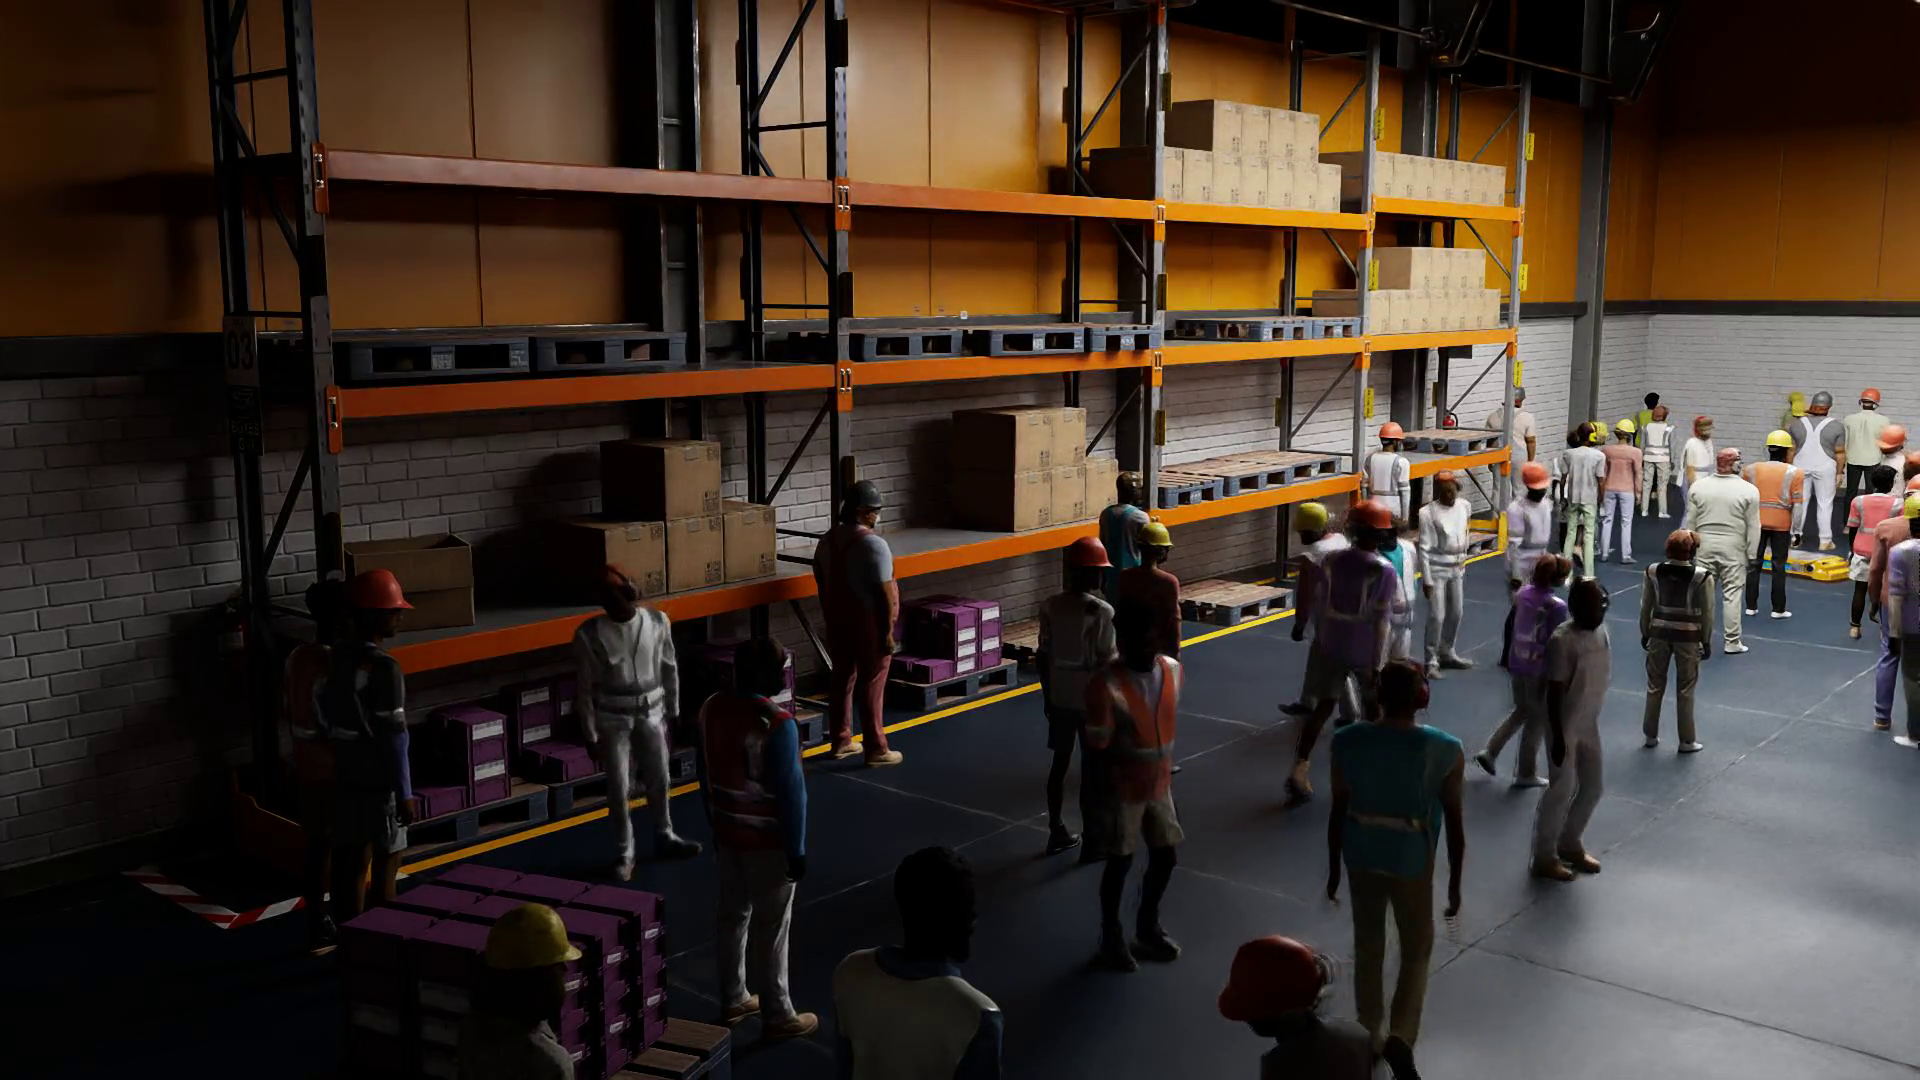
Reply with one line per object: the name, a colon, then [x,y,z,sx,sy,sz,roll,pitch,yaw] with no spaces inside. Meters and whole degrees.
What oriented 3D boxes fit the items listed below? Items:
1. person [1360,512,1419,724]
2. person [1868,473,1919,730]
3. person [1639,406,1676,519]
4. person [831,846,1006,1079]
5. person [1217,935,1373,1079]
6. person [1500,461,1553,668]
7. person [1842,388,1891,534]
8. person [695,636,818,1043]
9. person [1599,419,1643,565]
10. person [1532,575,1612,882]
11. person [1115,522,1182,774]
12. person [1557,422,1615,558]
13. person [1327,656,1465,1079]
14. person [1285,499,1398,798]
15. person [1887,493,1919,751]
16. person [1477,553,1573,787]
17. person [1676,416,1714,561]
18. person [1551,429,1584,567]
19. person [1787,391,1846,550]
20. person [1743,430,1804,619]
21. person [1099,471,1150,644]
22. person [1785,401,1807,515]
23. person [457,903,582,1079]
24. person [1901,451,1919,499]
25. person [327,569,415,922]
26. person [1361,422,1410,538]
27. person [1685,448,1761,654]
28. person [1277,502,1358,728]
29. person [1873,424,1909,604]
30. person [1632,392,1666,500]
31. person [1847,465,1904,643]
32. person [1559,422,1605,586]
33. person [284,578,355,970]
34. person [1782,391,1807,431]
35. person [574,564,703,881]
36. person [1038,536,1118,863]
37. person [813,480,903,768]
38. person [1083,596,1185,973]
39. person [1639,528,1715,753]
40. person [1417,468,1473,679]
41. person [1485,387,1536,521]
person: [3.161,0.649,12.189,0.806,1.798,0.433,-6,11,-33]
person: [7.243,0.479,12.634,0.616,1.993,0.395,8,12,42]
person: [10.123,-1.130,24.161,0.517,1.636,0.313,8,12,42]
person: [-0.112,1.775,4.530,0.591,1.916,0.383,8,12,42]
person: [0.926,1.877,4.520,0.420,1.709,0.605,7,11,39]
person: [4.954,0.235,14.533,0.562,1.890,0.543,-5,10,-31]
person: [12.279,-1.063,22.577,0.616,1.993,0.395,8,12,42]
person: [-0.912,1.343,7.561,0.627,1.840,0.429,8,12,42]
person: [8.034,-0.585,20.241,0.528,1.765,0.327,8,12,42]
person: [3.463,1.069,9.434,0.533,1.804,0.490,-5,10,-31]
person: [1.321,0.755,11.594,0.528,1.765,0.327,8,12,42]
person: [7.827,-0.612,20.599,0.843,1.697,0.490,0,9,-2]
person: [1.842,1.428,7.114,0.576,1.817,0.626,3,9,21]
person: [2.545,0.731,11.046,1.000,1.998,0.642,-8,12,-41]
person: [7.044,0.618,12.069,0.614,1.894,0.660,0,9,0]
person: [3.836,0.882,11.238,0.482,1.614,0.536,-2,9,-14]
person: [9.015,-0.628,20.383,0.589,1.804,0.451,-8,12,-41]
person: [7.304,-0.481,19.834,0.542,1.674,0.540,4,10,22]
person: [11.017,-0.902,21.393,0.684,2.000,0.535,8,12,42]
person: [8.273,-0.157,16.962,0.591,1.923,0.381,8,12,42]
person: [1.392,0.342,14.007,0.508,1.842,0.336,8,12,42]
person: [12.158,-1.171,24.163,0.695,1.719,0.400,-7,11,-36]
person: [-1.189,1.851,4.601,0.489,1.741,0.322,8,12,42]
person: [9.088,0.058,15.857,0.339,1.853,0.778,6,10,33]
person: [-2.844,1.153,8.140,0.611,2.040,0.393,8,12,42]
person: [4.568,-0.294,17.810,0.549,1.934,0.374,8,12,42]
person: [7.059,0.098,15.389,0.645,1.905,0.400,8,12,42]
person: [2.749,0.577,12.734,0.752,1.771,0.655,6,11,35]
person: [9.867,-0.266,17.613,0.481,1.942,0.777,4,10,24]
person: [10.842,-1.474,26.188,0.538,1.695,0.320,8,12,42]
person: [8.736,0.128,15.843,0.538,1.698,0.320,8,12,42]
person: [6.997,-0.397,18.702,0.521,1.865,0.319,8,12,42]
person: [-3.136,1.159,8.342,0.610,1.964,0.366,8,12,42]
person: [13.009,-1.479,26.110,0.541,1.725,0.540,-7,11,-37]
person: [-1.862,1.026,9.568,0.717,1.853,0.430,-5,10,-31]
person: [0.723,0.937,9.876,0.549,1.934,0.374,8,12,42]
person: [-0.682,0.579,11.841,0.684,2.000,0.535,8,12,42]
person: [0.846,1.203,8.182,0.629,1.923,0.513,-5,10,-31]
person: [5.225,0.731,12.148,0.517,1.639,0.313,8,12,42]
person: [4.185,0.280,14.375,0.690,1.853,0.436,-5,10,-30]
person: [7.552,-1.109,22.731,0.684,2.000,0.535,8,12,42]
